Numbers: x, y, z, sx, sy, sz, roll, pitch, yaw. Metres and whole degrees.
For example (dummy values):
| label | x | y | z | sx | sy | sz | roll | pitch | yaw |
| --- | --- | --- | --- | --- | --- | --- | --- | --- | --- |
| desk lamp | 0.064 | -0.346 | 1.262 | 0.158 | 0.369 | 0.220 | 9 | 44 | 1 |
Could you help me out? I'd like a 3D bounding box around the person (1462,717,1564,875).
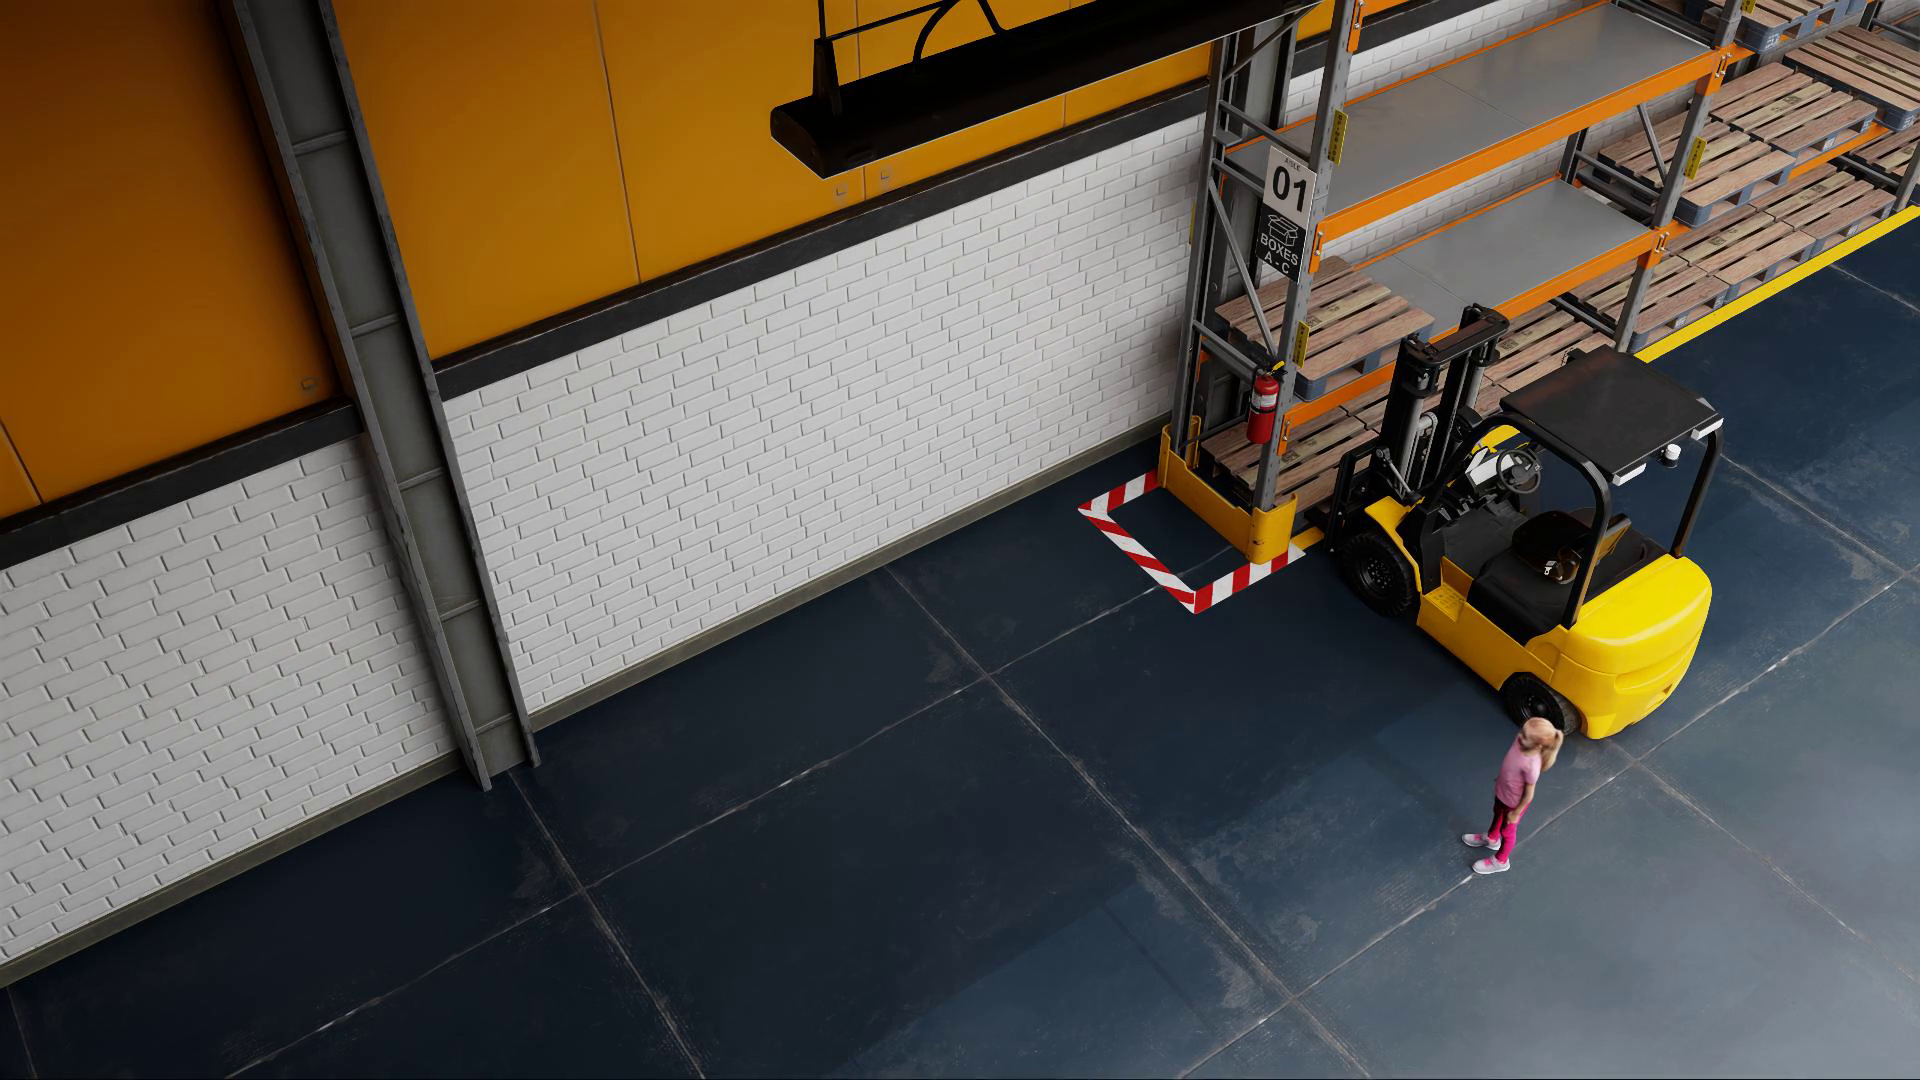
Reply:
| label | x | y | z | sx | sy | sz | roll | pitch | yaw |
| --- | --- | --- | --- | --- | --- | --- | --- | --- | --- |
| person | 3.249 | 1.474 | 9.752 | 0.632 | 1.271 | 0.585 | -1 | 44 | -1 |
